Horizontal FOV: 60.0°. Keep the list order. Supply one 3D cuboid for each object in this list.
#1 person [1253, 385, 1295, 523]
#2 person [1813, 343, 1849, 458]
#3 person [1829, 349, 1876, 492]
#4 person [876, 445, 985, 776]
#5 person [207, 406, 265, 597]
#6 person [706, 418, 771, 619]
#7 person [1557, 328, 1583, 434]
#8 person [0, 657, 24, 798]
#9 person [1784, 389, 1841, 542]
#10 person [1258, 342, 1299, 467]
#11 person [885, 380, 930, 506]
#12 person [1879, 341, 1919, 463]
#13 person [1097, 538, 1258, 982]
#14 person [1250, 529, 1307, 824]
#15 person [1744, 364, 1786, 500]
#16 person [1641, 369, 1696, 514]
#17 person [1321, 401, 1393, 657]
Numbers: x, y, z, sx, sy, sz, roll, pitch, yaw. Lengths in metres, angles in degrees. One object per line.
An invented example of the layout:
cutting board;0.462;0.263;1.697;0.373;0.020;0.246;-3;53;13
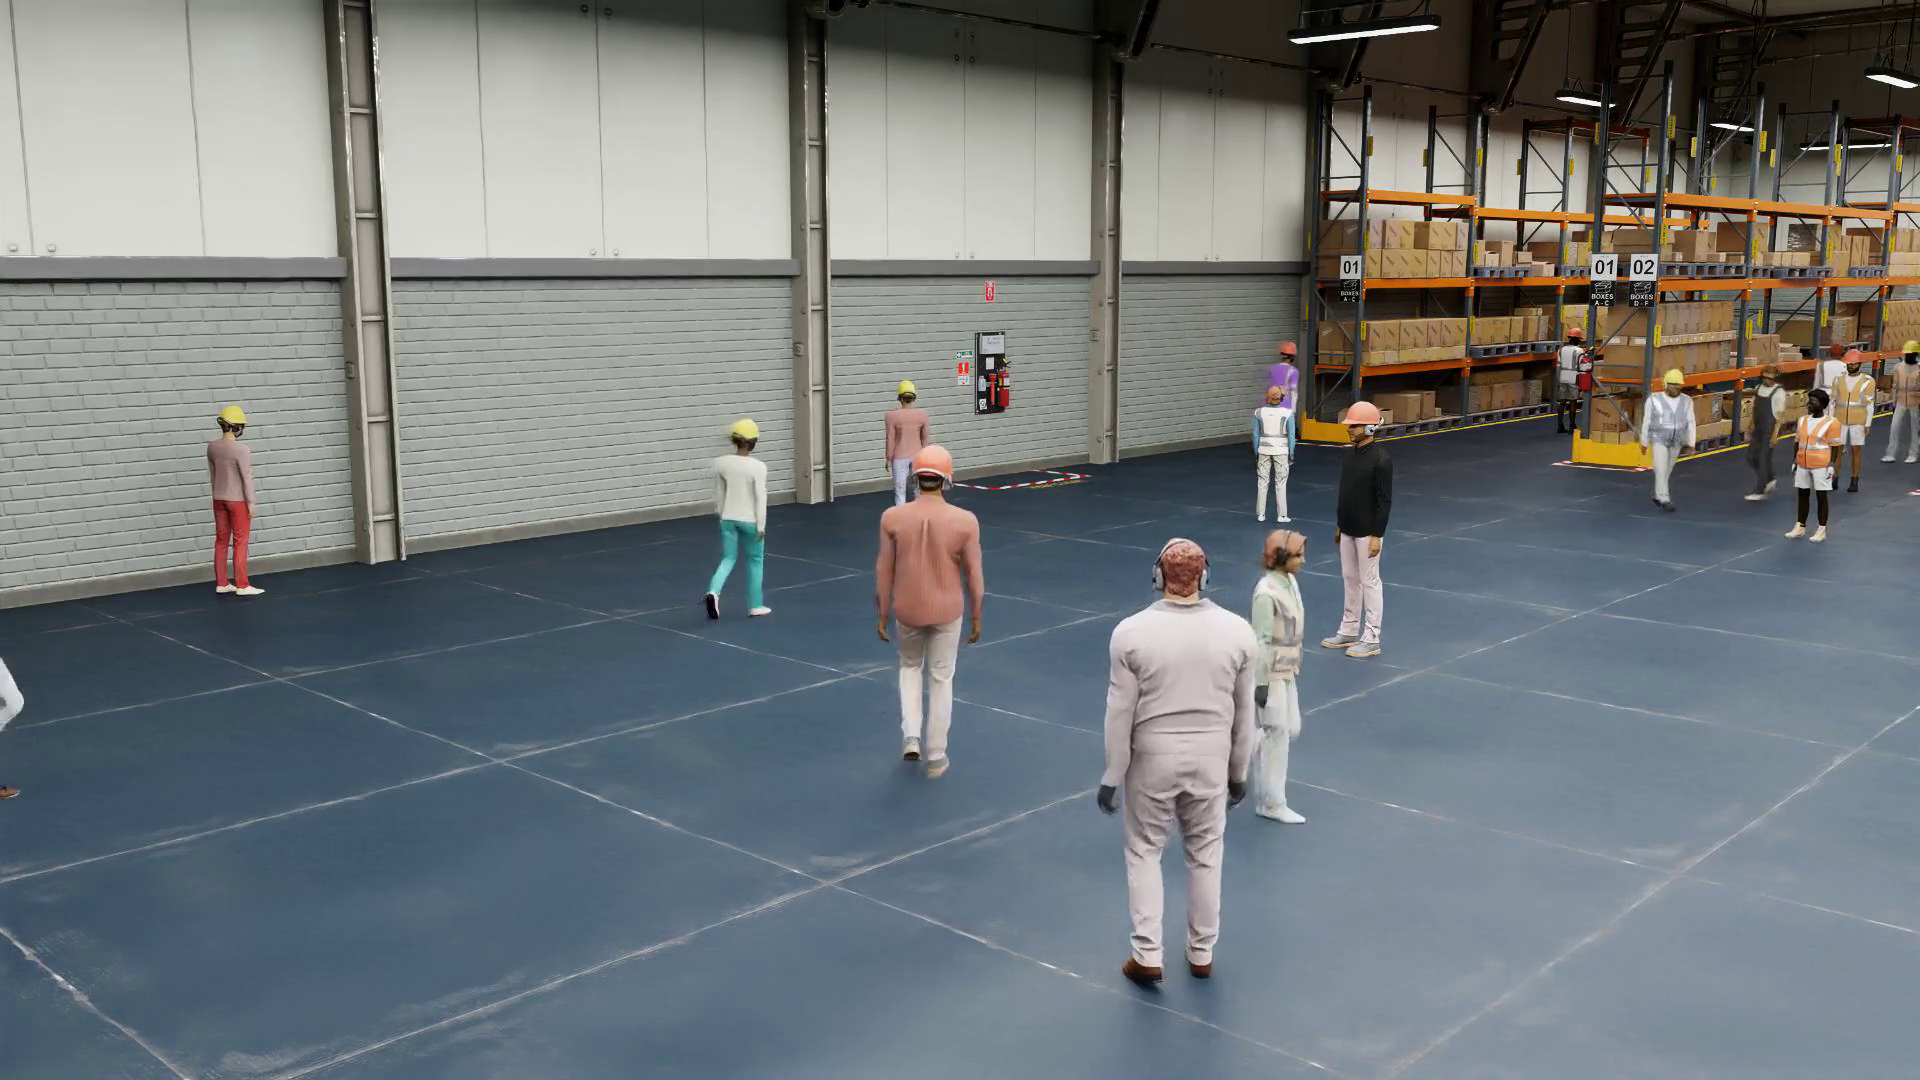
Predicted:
person;3.724;-1.014;19.751;0.514;1.641;0.309;5;10;26
person;13.791;-2.178;26.242;0.603;1.840;0.888;8;13;42
person;12.023;-1.610;22.482;0.552;1.935;0.374;9;13;42
person;-0.168;0.420;9.957;0.657;1.978;0.440;1;9;7
person;-6.710;-0.357;15.393;0.523;1.761;0.333;4;10;24
person;-1.905;-0.167;14.248;0.524;1.747;0.693;4;10;24
person;11.138;-2.891;30.310;0.375;1.930;0.542;-6;11;-31
person;-5.535;0.685;9.439;0.338;1.619;0.536;-3;10;-20
person;9.462;-0.823;18.422;0.316;1.696;0.552;-4;10;-25
person;4.827;-2.030;25.110;0.703;1.918;0.561;-9;13;-42
person;-0.597;-0.909;18.733;0.527;1.768;0.314;-4;10;-21
person;14.595;-2.108;25.631;0.837;1.892;0.608;-7;11;-35
person;0.917;0.943;7.072;0.672;1.904;0.401;-1;9;-6
person;1.672;0.733;9.135;0.486;1.620;0.532;4;10;25
person;10.476;-1.390;21.564;0.527;1.803;0.555;-3;10;-19
person;8.835;-1.236;20.706;0.595;1.775;0.969;0;9;-1
person;3.136;-0.090;13.039;0.375;1.995;0.610;-3;10;-20
